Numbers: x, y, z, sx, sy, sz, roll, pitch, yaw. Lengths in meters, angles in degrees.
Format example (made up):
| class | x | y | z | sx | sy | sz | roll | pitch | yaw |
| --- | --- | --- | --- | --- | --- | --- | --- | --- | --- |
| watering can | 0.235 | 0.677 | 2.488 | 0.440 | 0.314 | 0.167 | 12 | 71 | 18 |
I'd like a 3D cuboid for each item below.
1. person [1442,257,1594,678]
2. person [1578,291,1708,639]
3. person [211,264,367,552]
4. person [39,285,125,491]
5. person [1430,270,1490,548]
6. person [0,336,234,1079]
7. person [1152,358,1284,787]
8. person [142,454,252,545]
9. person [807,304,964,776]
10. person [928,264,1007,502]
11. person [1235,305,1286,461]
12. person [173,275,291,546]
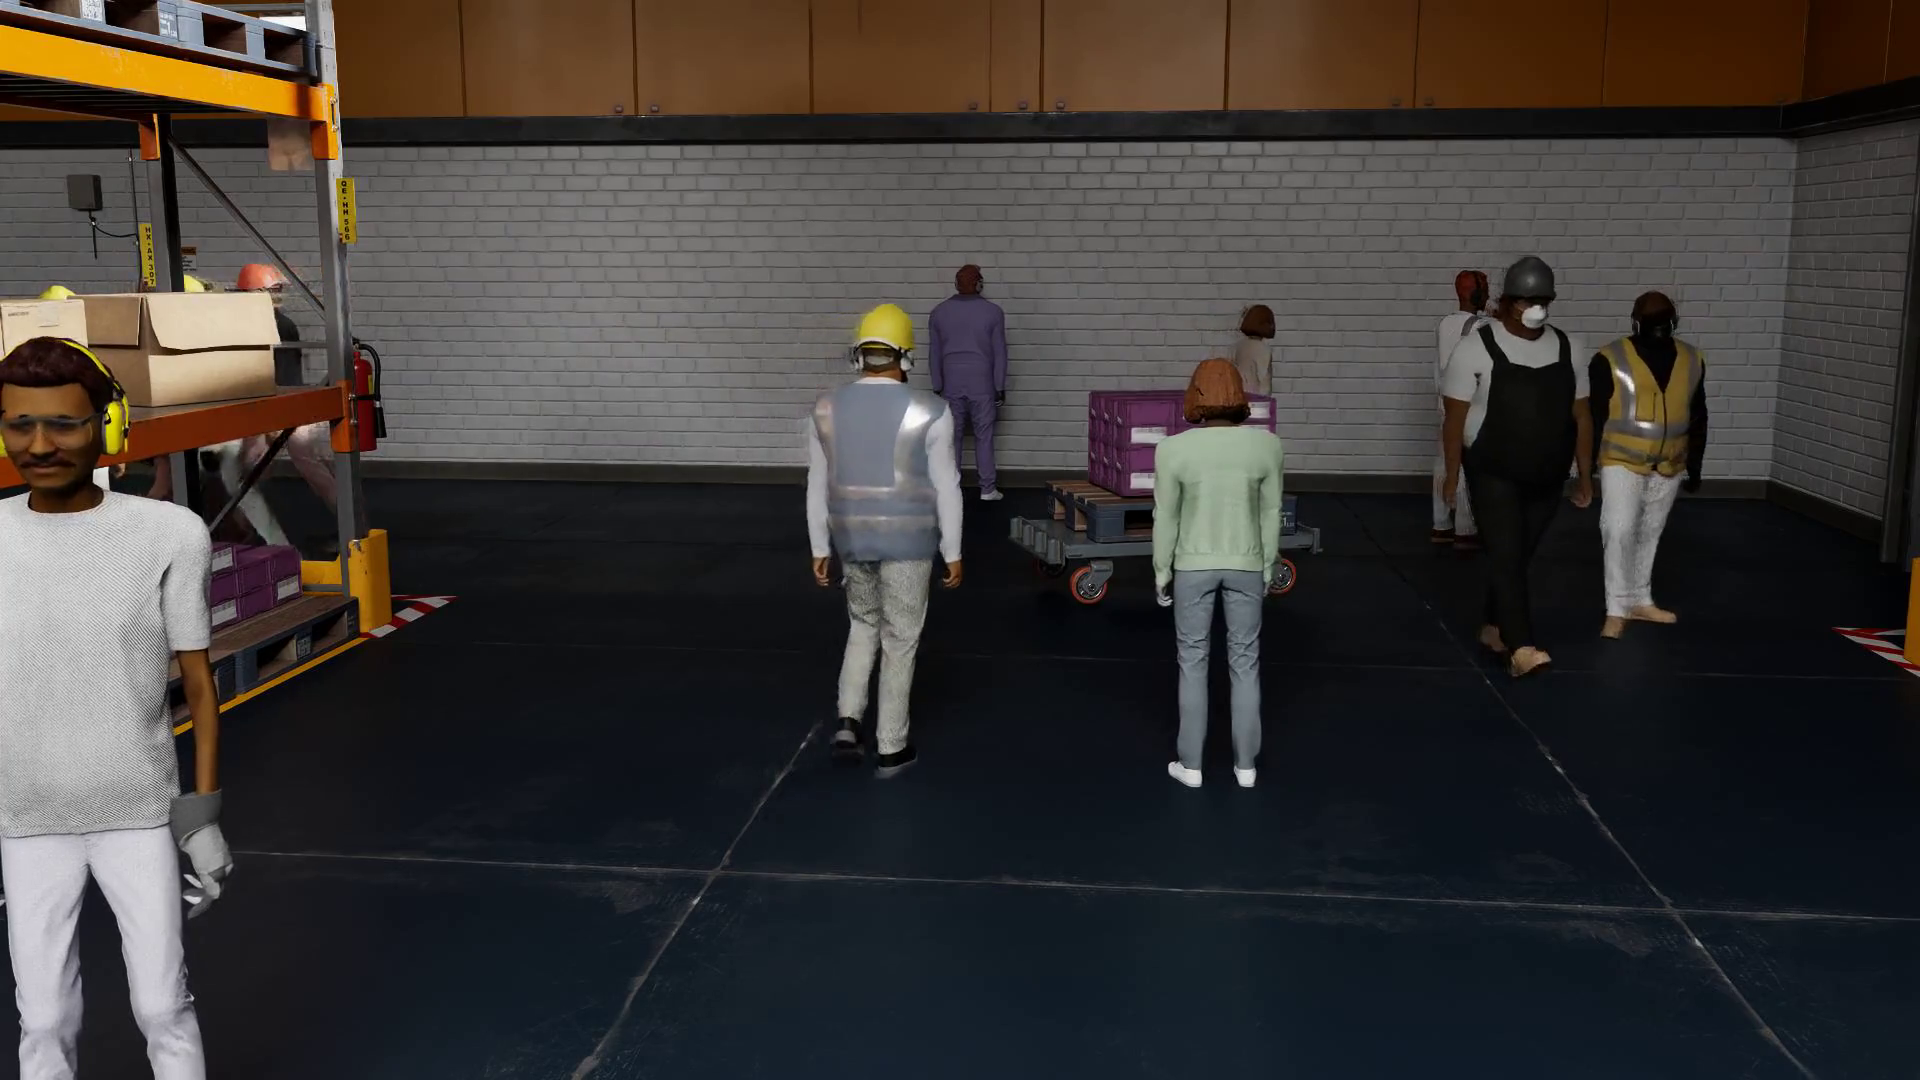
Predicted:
| class | x | y | z | sx | sy | sz | roll | pitch | yaw |
| --- | --- | --- | --- | --- | --- | --- | --- | --- | --- |
| person | 2.731 | -0.385 | 8.017 | 0.697 | 2.000 | 1.002 | -1 | 10 | -7 |
| person | 3.615 | -0.403 | 8.823 | 0.666 | 1.814 | 0.559 | -1 | 10 | -6 |
| person | -4.503 | -0.856 | 11.039 | 1.082 | 1.942 | 0.630 | 1 | 10 | 6 |
| person | -5.021 | -0.513 | 9.369 | 0.586 | 1.825 | 0.403 | -5 | 11 | -26 |
| person | 3.438 | -0.884 | 11.326 | 0.355 | 1.883 | 0.575 | -3 | 10 | -18 |
| person | -1.668 | 0.548 | 3.174 | 0.510 | 1.870 | 0.328 | -3 | 10 | -16 |
| person | 0.968 | 0.128 | 6.292 | 0.495 | 1.624 | 0.308 | 0 | 10 | -1 |
| person | -4.796 | -0.693 | 10.367 | 0.959 | 1.842 | 0.726 | 0 | 10 | -2 |
| person | -0.278 | 0.007 | 6.403 | 0.609 | 1.814 | 0.418 | 4 | 11 | 22 |
| person | 0.075 | -1.256 | 13.385 | 0.642 | 1.909 | 0.399 | 3 | 10 | 17 |
| person | 2.191 | -0.921 | 12.271 | 0.508 | 1.612 | 0.521 | -3 | 10 | -17 |
| person | -4.538 | -0.664 | 10.116 | 0.976 | 1.895 | 0.607 | 0 | 10 | 1 |
